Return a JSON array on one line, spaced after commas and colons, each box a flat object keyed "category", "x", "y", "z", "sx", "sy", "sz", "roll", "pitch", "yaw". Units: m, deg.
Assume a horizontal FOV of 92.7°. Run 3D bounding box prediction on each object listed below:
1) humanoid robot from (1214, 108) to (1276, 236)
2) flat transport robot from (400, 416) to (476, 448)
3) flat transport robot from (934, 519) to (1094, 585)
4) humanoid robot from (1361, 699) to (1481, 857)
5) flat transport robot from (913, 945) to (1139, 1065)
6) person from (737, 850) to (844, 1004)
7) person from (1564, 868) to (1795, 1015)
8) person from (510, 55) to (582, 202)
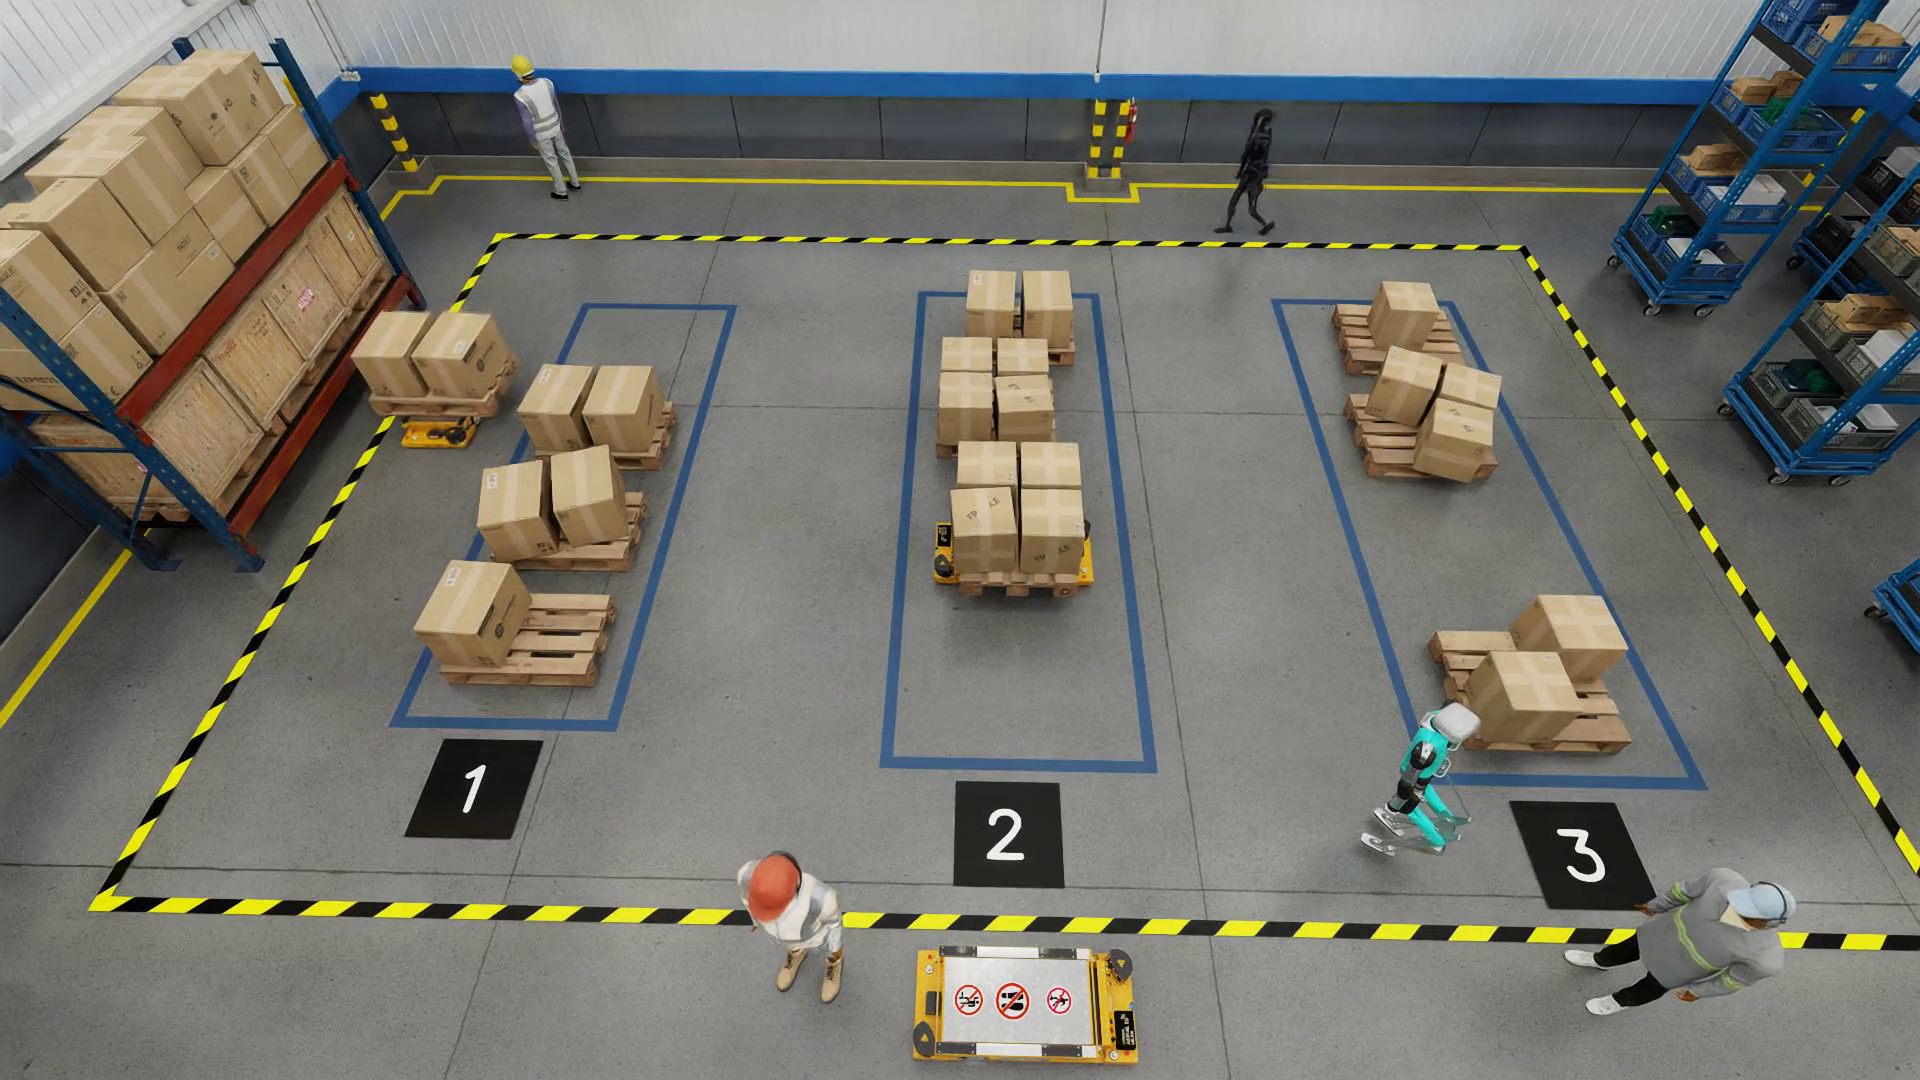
[{"category": "humanoid robot", "x": 3.667, "y": -4.494, "z": 11.274, "sx": 0.726, "sy": 1.642, "sz": 0.612, "roll": -7, "pitch": 51, "yaw": -6}, {"category": "flat transport robot", "x": -5.349, "y": -1.547, "z": 9.729, "sx": 0.652, "sy": 0.197, "sz": 1.431, "roll": 1, "pitch": 51, "yaw": 1}, {"category": "flat transport robot", "x": 0.490, "y": 0.087, "z": 8.397, "sx": 1.431, "sy": 0.197, "sz": 0.652, "roll": 1, "pitch": 51, "yaw": 1}, {"category": "humanoid robot", "x": 3.168, "y": 1.702, "z": 6.067, "sx": 0.735, "sy": 1.672, "sz": 0.533, "roll": 35, "pitch": 59, "yaw": 25}, {"category": "flat transport robot", "x": 0.422, "y": 3.041, "z": 6.007, "sx": 1.431, "sy": 0.231, "sz": 0.659, "roll": 1, "pitch": 51, "yaw": 1}, {"category": "person", "x": -0.979, "y": 2.319, "z": 5.453, "sx": 0.605, "sy": 2.041, "sz": 0.382, "roll": 13, "pitch": 52, "yaw": 10}, {"category": "person", "x": 4.290, "y": 2.429, "z": 5.484, "sx": 0.387, "sy": 1.850, "sz": 0.598, "roll": -1, "pitch": 51, "yaw": 0}, {"category": "person", "x": -5.338, "y": -5.279, "z": 11.777, "sx": 0.404, "sy": 1.837, "sz": 0.589, "roll": 23, "pitch": 54, "yaw": 18}]
